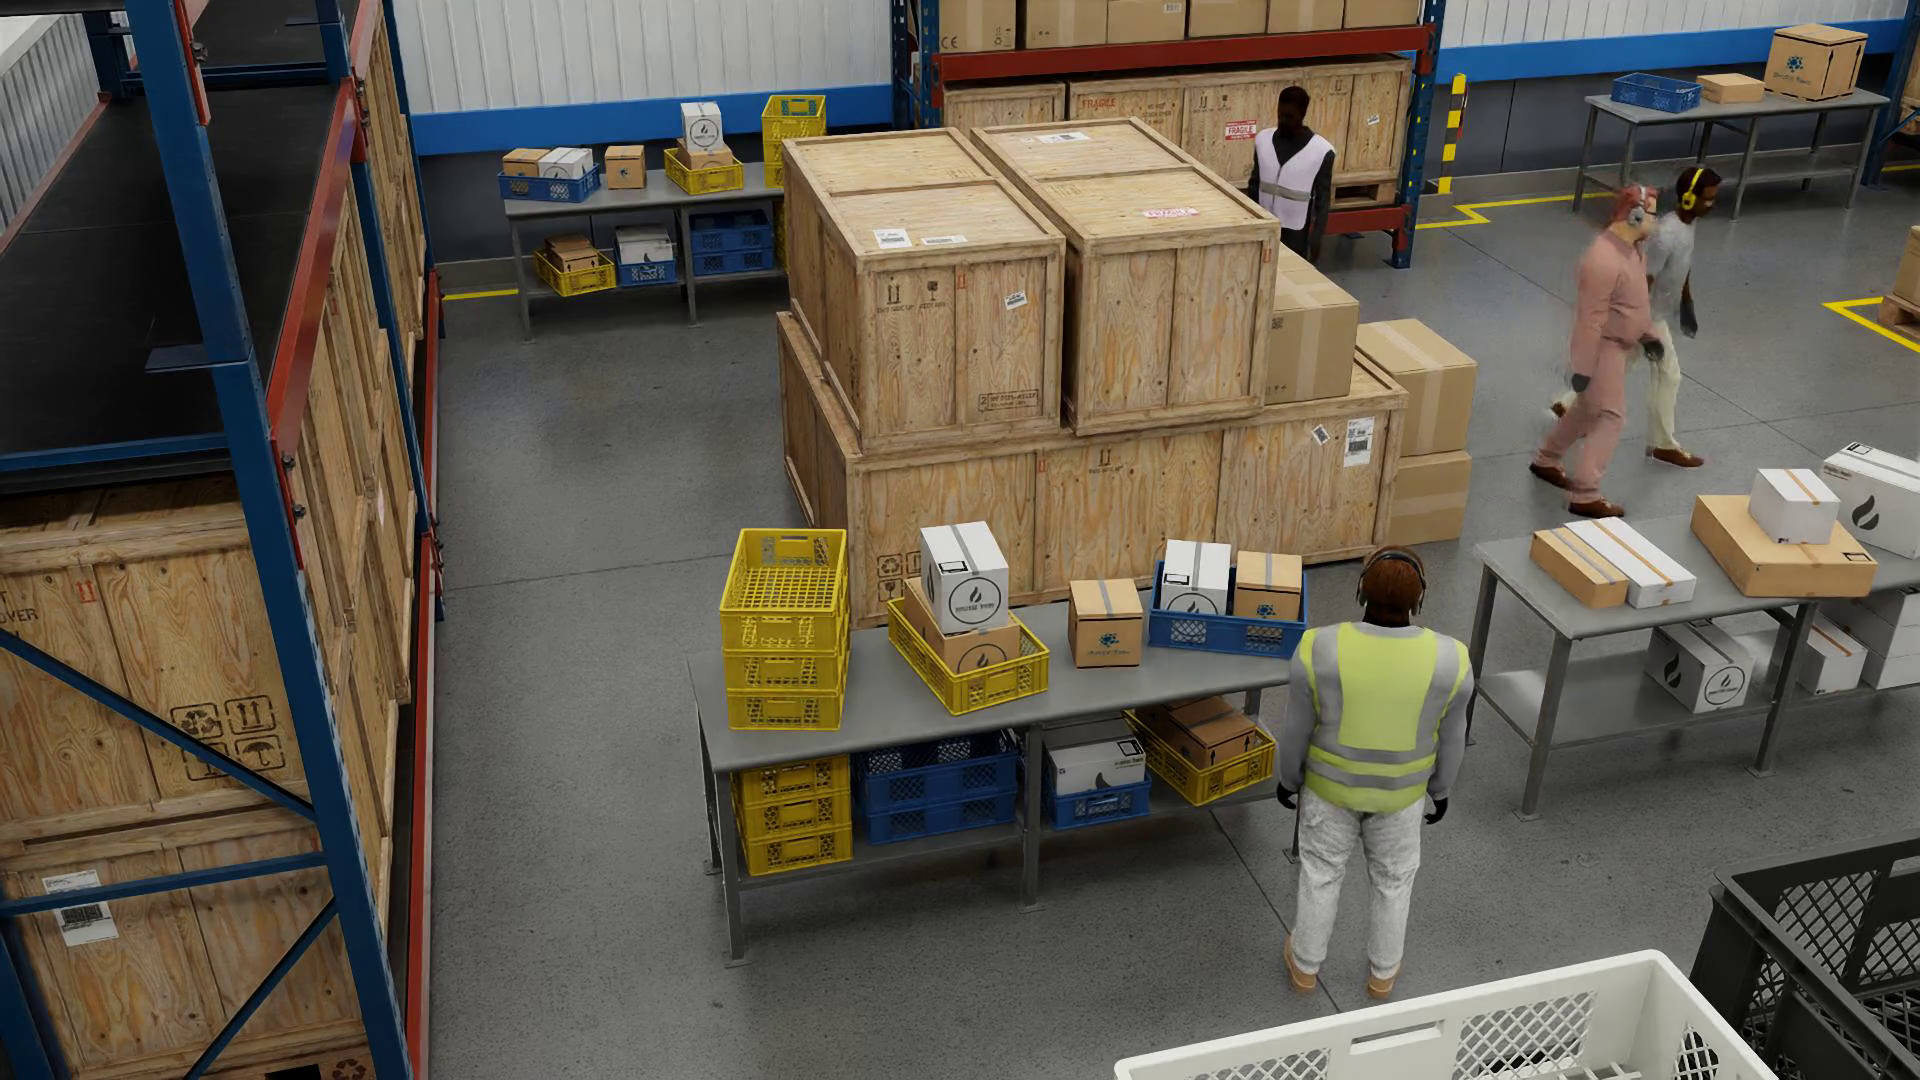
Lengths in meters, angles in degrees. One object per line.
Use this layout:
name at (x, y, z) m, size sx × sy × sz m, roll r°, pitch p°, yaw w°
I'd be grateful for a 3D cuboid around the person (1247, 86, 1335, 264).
person at (2.195, -2.109, 11.224) m, size 0.597 × 1.915 × 0.370 m, roll 22°, pitch 36°, yaw 34°

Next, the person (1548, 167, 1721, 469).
person at (4.121, -1.371, 9.986) m, size 0.949 × 1.828 × 0.500 m, roll 15°, pitch 32°, yaw 25°

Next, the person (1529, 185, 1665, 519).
person at (3.637, -1.083, 9.424) m, size 0.597 × 1.866 × 0.668 m, roll 14°, pitch 32°, yaw 24°

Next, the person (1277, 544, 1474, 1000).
person at (1.442, 0.850, 5.930) m, size 0.633 × 1.841 × 0.429 m, roll 4°, pitch 29°, yaw 7°
